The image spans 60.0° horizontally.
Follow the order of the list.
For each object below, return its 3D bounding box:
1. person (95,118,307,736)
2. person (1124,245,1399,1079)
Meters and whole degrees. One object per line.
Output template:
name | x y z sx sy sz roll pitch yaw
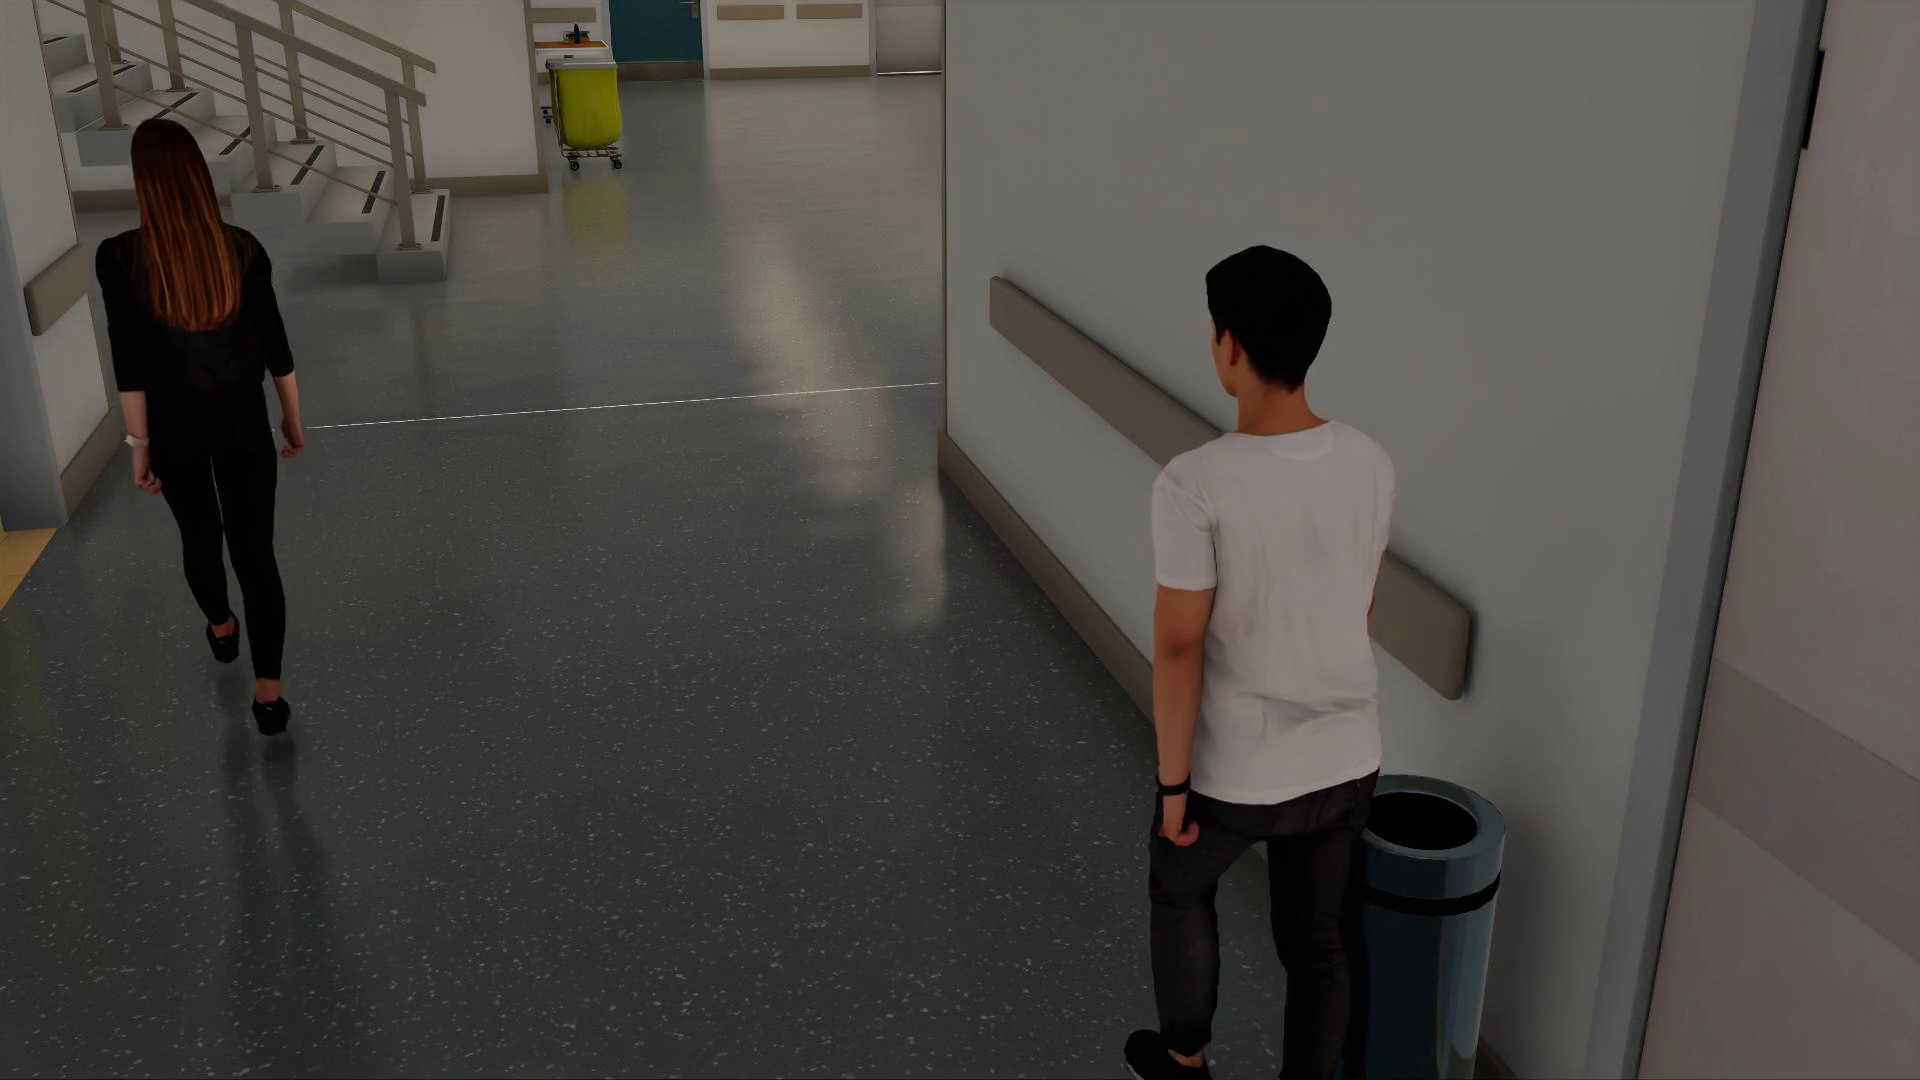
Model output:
person | -2.068 -0.257 4.619 1.136 1.663 0.815 -9 23 -23
person | 0.576 0.385 2.833 0.651 1.696 0.678 -5 21 -14
